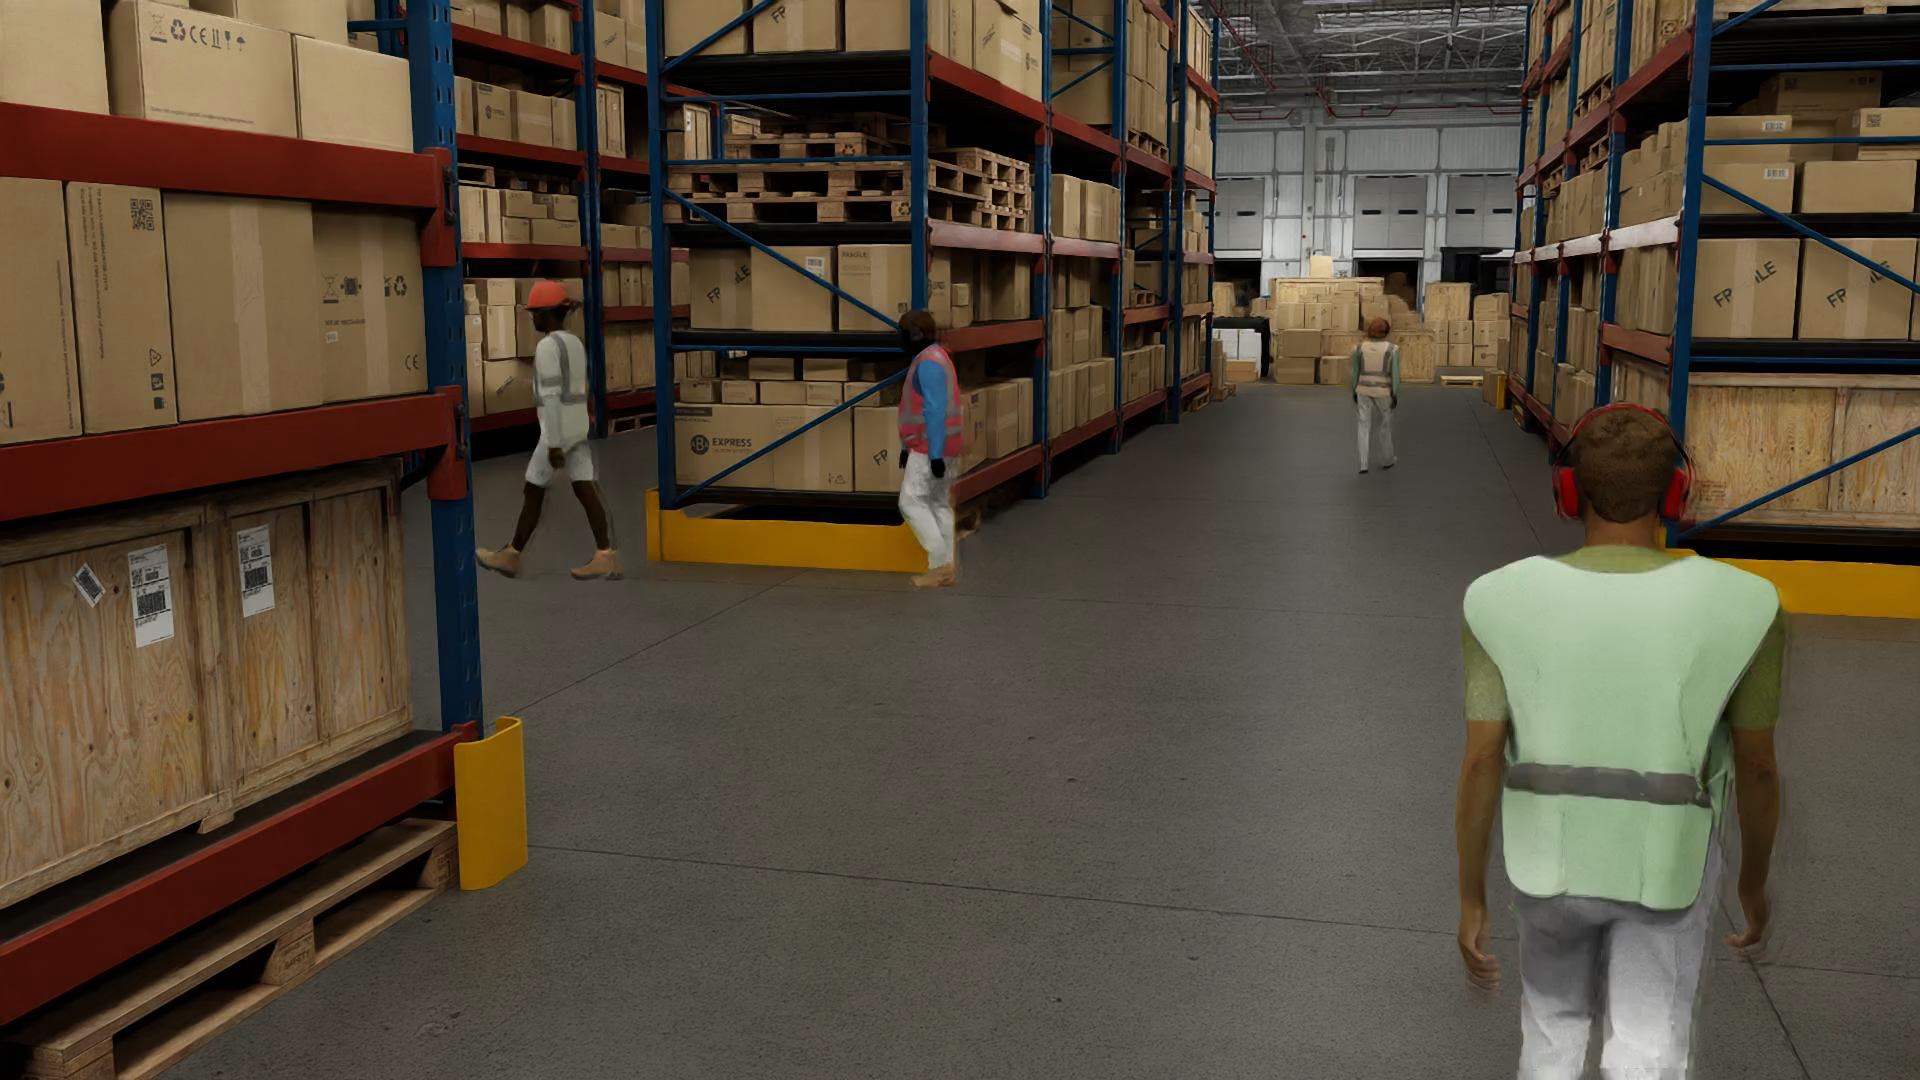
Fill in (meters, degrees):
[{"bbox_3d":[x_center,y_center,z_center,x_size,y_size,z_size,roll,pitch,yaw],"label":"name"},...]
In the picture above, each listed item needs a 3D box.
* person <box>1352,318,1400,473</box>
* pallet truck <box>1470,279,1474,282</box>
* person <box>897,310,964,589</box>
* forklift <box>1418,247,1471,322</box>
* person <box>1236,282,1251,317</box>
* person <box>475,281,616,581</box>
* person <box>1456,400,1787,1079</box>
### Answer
[{"bbox_3d":[4.368,-1.515,17.430,0.533,1.598,0.819,5,10,29],"label":"person"},{"bbox_3d":[18.896,-8.459,60.307,1.885,1.965,0.823,5,10,31],"label":"pallet truck"},{"bbox_3d":[-0.215,-0.580,10.829,0.478,1.819,0.642,1,9,7],"label":"person"},{"bbox_3d":[12.741,-6.162,42.924,1.129,2.768,1.873,-7,11,-38],"label":"forklift"},{"bbox_3d":[9.741,-7.939,57.389,1.002,1.869,0.633,3,9,18],"label":"person"},{"bbox_3d":[-2.770,-0.716,11.112,1.018,1.991,0.641,2,9,11],"label":"person"},{"bbox_3d":[1.217,0.642,3.124,0.577,1.806,0.950,4,10,23],"label":"person"}]
